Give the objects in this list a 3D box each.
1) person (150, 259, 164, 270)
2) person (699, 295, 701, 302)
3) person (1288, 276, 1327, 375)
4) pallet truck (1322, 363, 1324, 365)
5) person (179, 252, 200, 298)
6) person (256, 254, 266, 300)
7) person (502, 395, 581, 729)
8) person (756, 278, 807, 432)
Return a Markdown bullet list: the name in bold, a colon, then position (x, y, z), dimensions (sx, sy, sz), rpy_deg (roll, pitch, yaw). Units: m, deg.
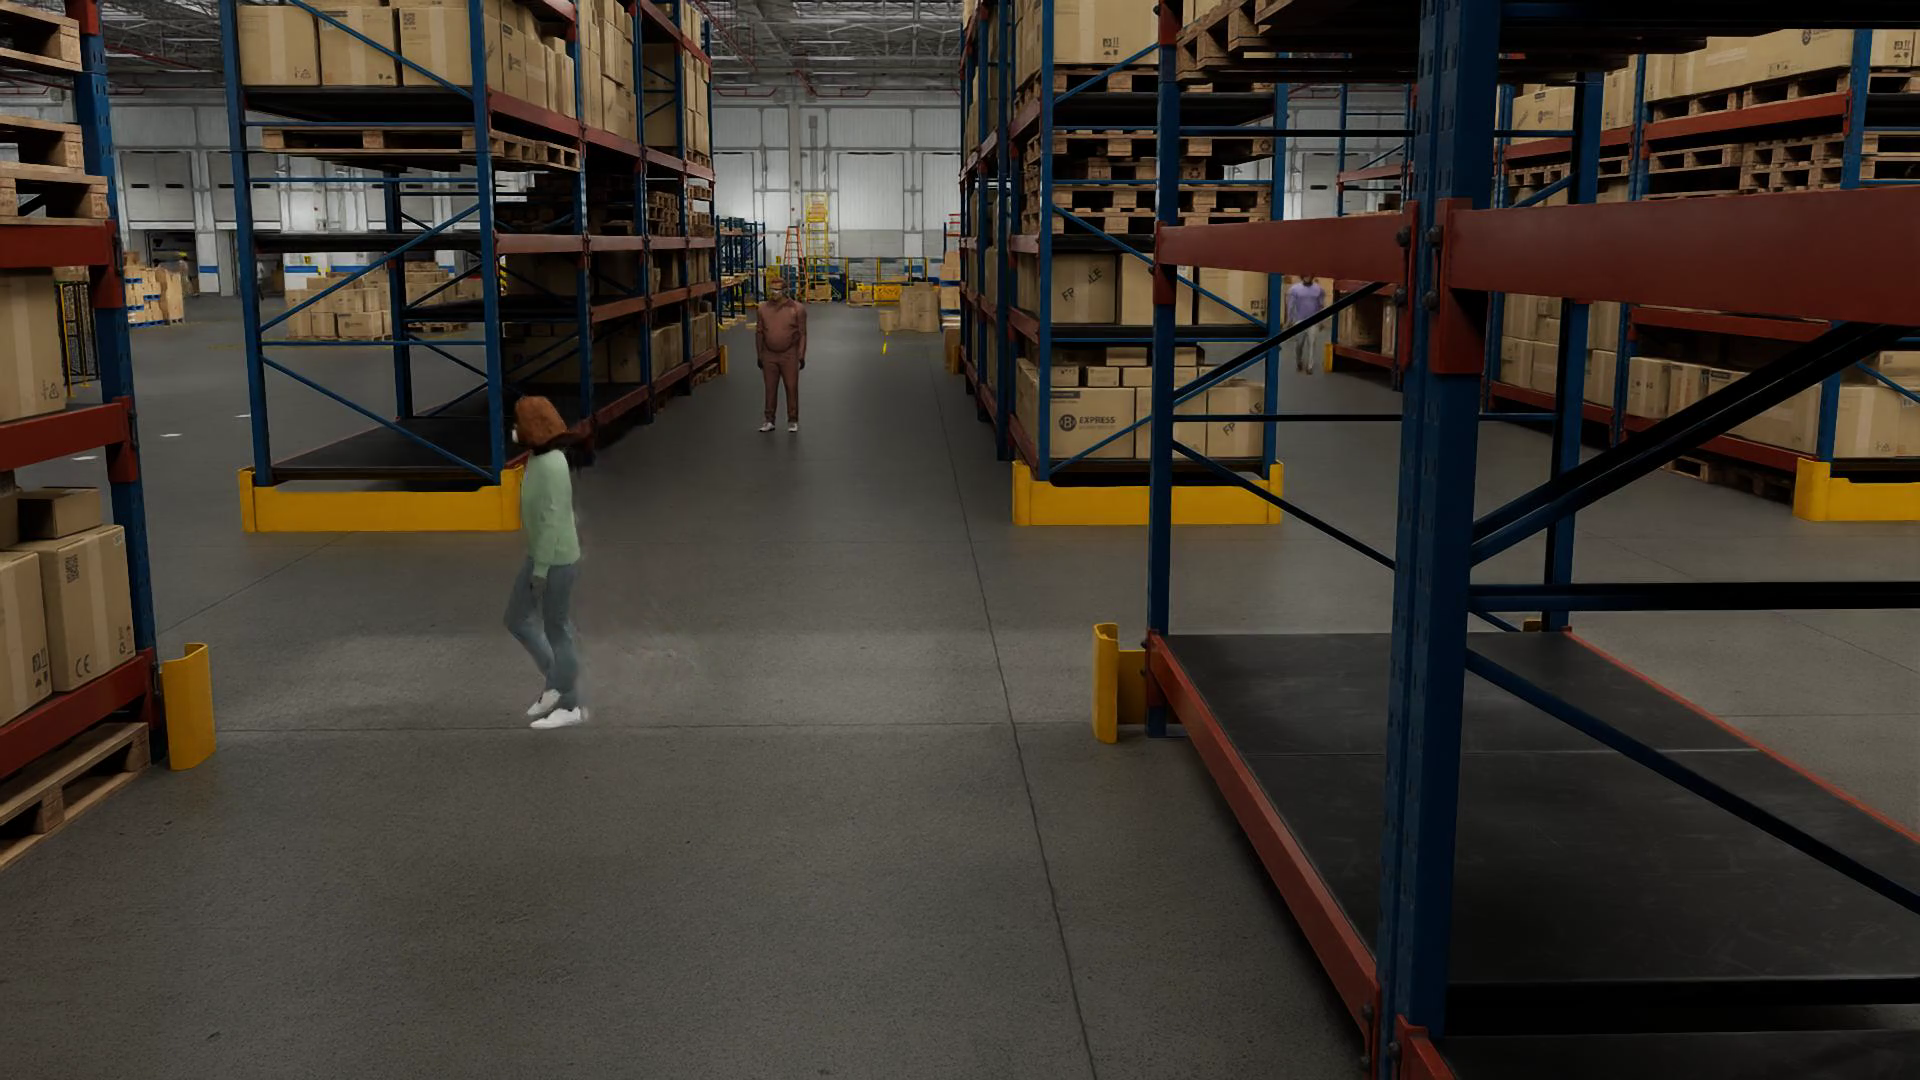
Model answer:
- **person**: position (-31.425, -10.151, 65.043), dimensions (0.553, 1.655, 0.819), rpy_deg (-1, 10, -6)
- **person**: position (-5.799, -5.029, 35.838), dimensions (0.551, 1.921, 0.653), rpy_deg (-8, 13, -36)
- **person**: position (6.132, -3.874, 29.385), dimensions (0.666, 1.918, 0.434), rpy_deg (1, 10, 6)
- **pallet truck**: position (7.712, -4.157, 30.737), dimensions (1.885, 1.965, 0.823), rpy_deg (3, 11, 16)
- **person**: position (-32.434, -11.116, 69.823), dimensions (0.954, 1.876, 0.612), rpy_deg (-1, 10, -5)
- **person**: position (-28.246, -10.579, 66.821), dimensions (0.588, 1.926, 0.744), rpy_deg (-9, 13, -41)
- **person**: position (-2.010, 0.115, 7.986), dimensions (0.355, 1.623, 0.497), rpy_deg (-6, 12, -30)
- **person**: position (-2.214, -2.277, 20.531), dimensions (0.643, 1.905, 0.399), rpy_deg (2, 10, 10)
